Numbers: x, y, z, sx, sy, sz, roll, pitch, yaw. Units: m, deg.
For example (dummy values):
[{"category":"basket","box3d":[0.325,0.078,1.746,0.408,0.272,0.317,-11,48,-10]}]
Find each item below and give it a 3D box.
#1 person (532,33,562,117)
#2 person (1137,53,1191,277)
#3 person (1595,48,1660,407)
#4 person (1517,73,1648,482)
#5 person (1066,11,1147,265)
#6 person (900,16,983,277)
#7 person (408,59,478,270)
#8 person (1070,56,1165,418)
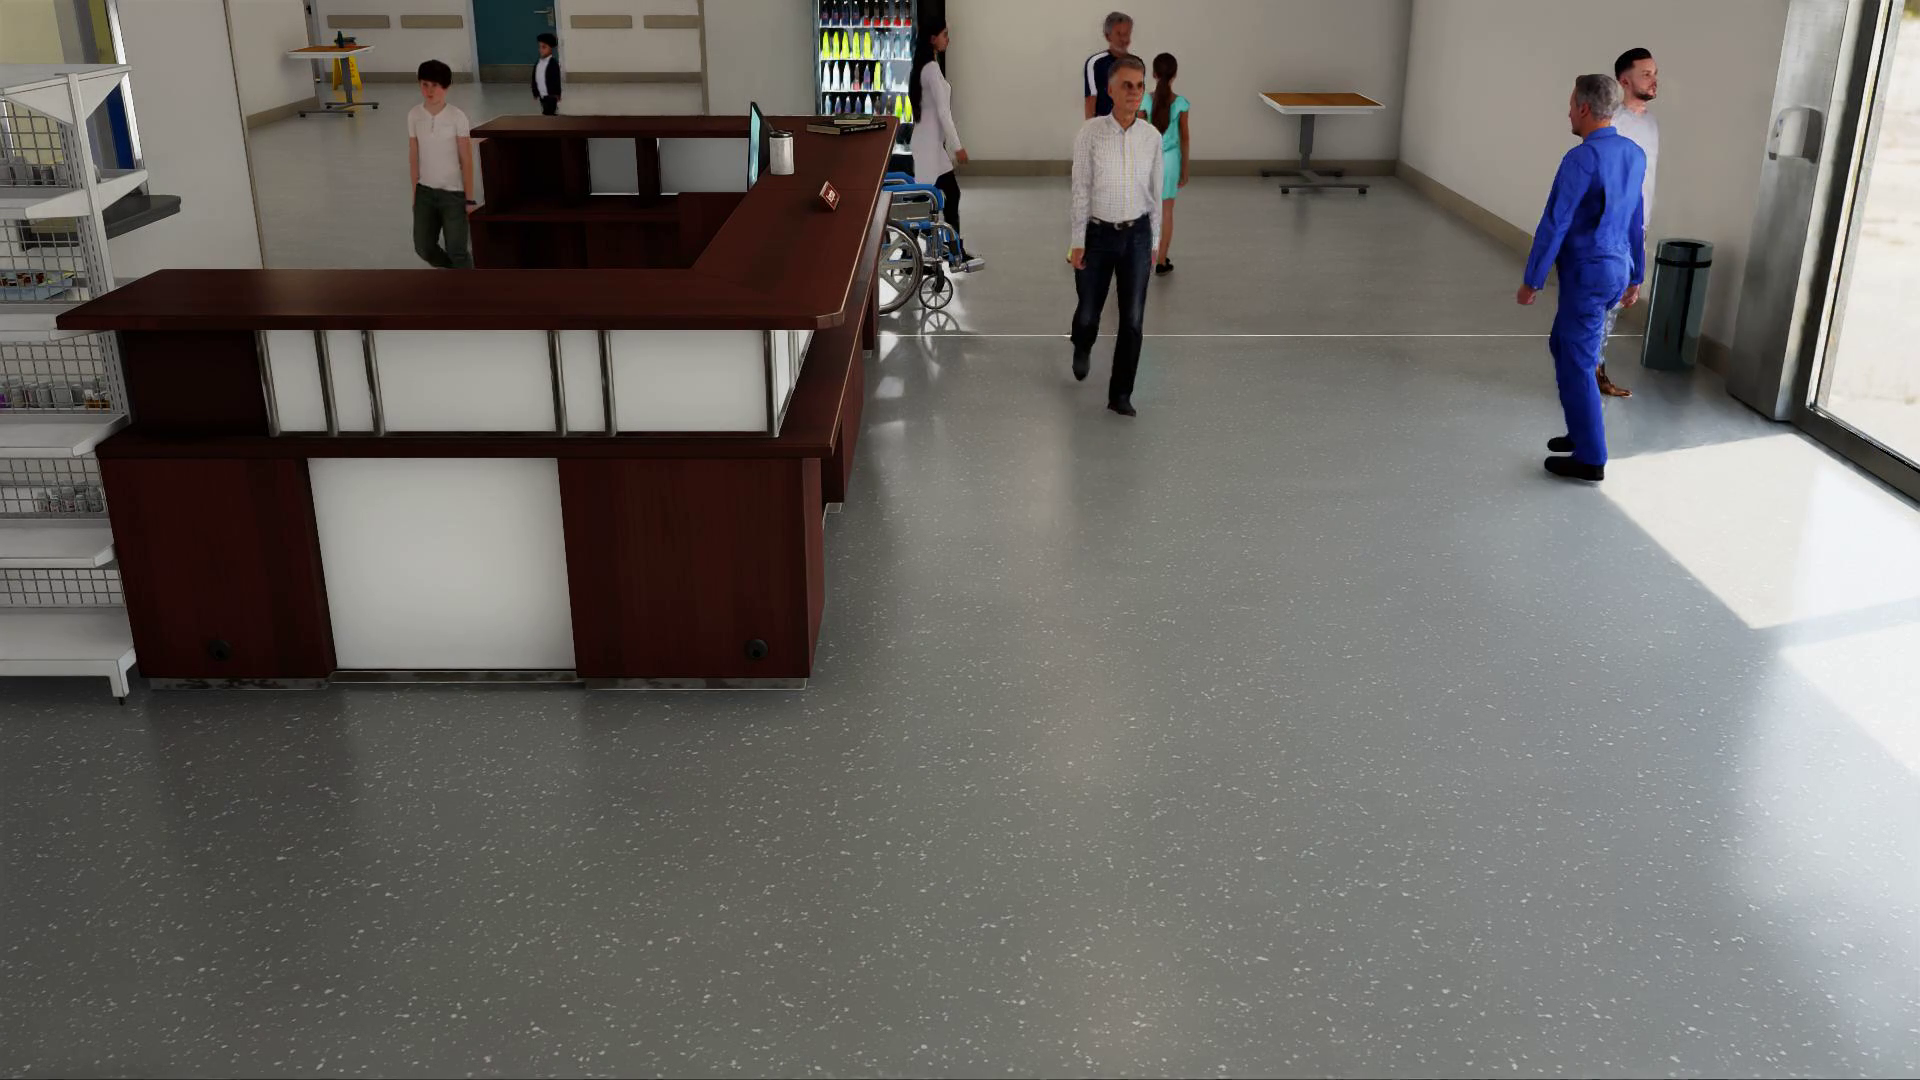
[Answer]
[{"category":"person","box3d":[-4.504,-4.960,18.350,0.817,1.207,0.832,16,26,35]},{"category":"person","box3d":[1.406,-2.662,11.852,0.499,1.552,0.649,3,21,9]},{"category":"person","box3d":[3.452,-1.646,8.764,0.723,1.839,0.818,-16,26,-36]},{"category":"person","box3d":[2.921,-1.134,7.467,0.863,1.800,0.931,-18,27,-39]},{"category":"person","box3d":[1.074,-2.924,12.149,0.832,1.831,0.974,-17,26,-37]},{"category":"person","box3d":[-0.311,-2.731,11.701,0.858,1.787,0.654,-2,21,-4]},{"category":"person","box3d":[-3.174,-2.141,10.347,0.665,1.644,0.690,3,21,8]},{"category":"person","box3d":[0.778,-1.572,8.618,0.971,1.804,0.777,-3,21,-7]}]
